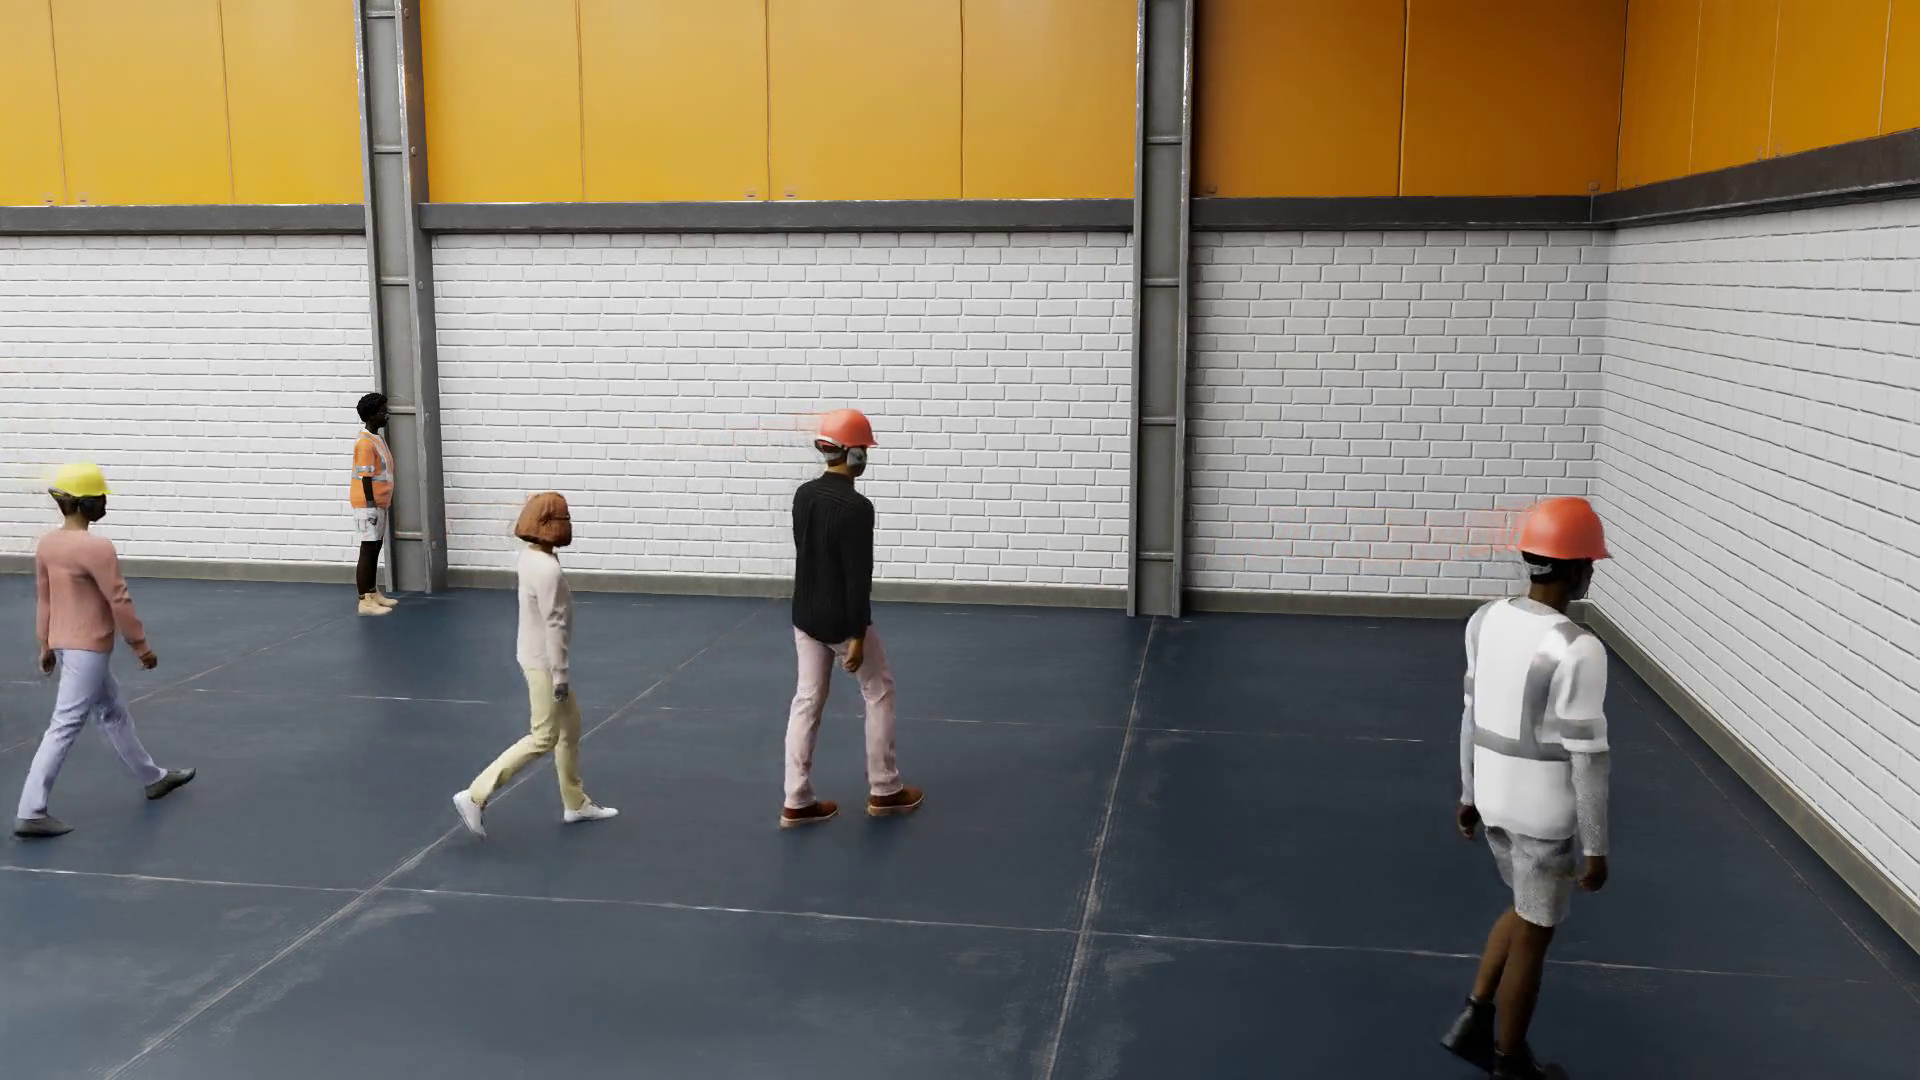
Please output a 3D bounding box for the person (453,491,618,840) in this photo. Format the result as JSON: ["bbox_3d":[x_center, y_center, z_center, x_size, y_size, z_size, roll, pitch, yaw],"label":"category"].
[{"bbox_3d":[-1.969,0.577,7.635,0.713,1.611,0.508,-4,10,-25],"label":"person"}]

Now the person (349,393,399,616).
[{"bbox_3d":[-4.457,-0.275,12.631,0.322,1.691,0.533,-2,9,-10],"label":"person"}]

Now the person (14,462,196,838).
[{"bbox_3d":[-4.099,0.492,7.826,0.525,1.716,0.953,7,11,35],"label":"person"}]

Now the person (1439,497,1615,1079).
[{"bbox_3d":[1.790,0.821,5.140,0.400,1.923,0.577,-3,10,-18],"label":"person"}]

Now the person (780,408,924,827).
[{"bbox_3d":[-0.508,0.362,7.856,0.847,1.963,0.628,-8,12,-42],"label":"person"}]
